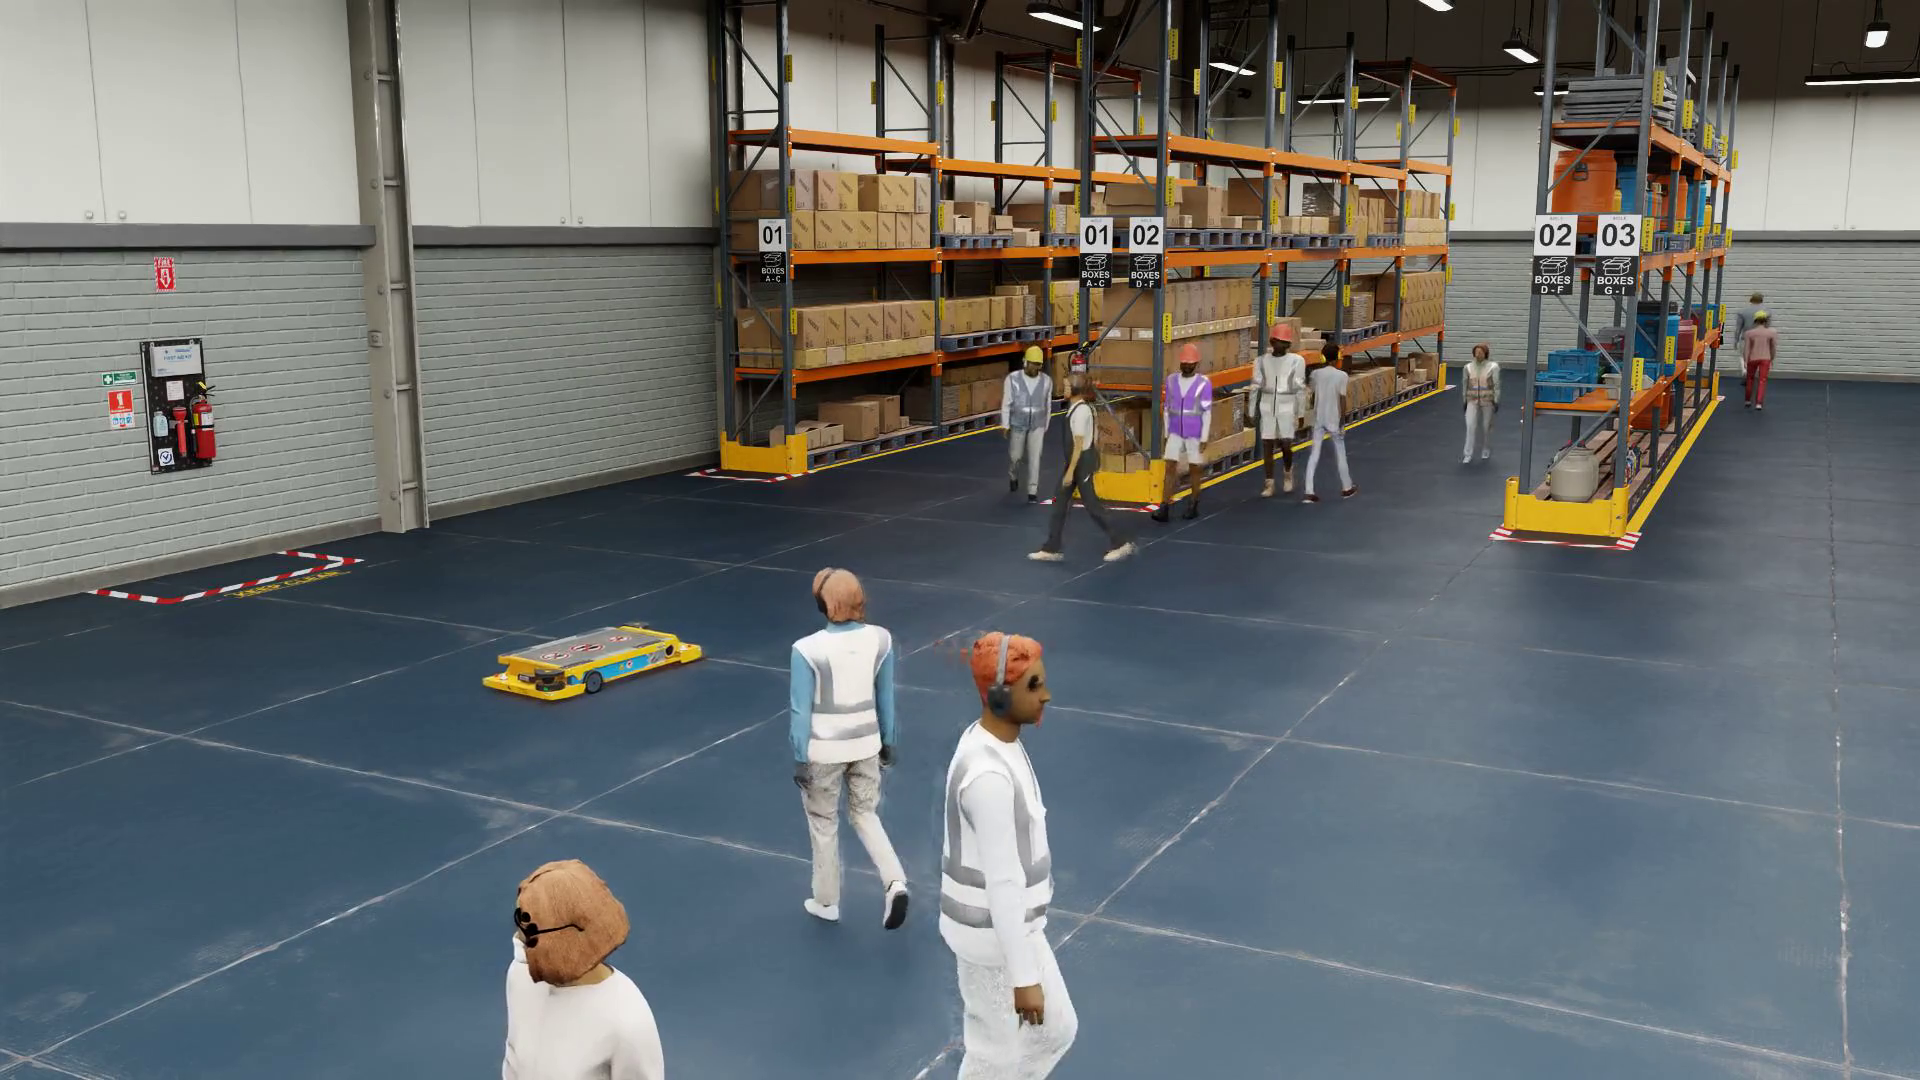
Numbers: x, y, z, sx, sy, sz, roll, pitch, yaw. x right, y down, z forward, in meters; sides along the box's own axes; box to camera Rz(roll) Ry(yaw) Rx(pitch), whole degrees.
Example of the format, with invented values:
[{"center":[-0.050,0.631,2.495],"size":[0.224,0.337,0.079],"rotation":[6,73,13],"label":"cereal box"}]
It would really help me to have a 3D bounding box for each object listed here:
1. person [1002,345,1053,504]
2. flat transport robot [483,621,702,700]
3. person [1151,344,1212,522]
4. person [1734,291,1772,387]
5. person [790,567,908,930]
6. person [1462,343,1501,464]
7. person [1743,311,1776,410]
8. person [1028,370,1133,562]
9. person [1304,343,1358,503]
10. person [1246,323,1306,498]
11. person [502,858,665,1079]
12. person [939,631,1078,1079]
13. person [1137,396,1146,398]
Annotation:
[{"center":[0.761,-1.343,19.080],"size":[0.598,1.798,0.772],"rotation":[-1,10,-5],"label":"person"},{"center":[-2.513,0.816,11.467],"size":[0.652,0.197,1.431],"rotation":[7,13,33],"label":"flat transport robot"},{"center":[2.346,-1.113,17.555],"size":[0.556,1.892,0.923],"rotation":[5,12,27],"label":"person"},{"center":[15.780,-3.983,33.113],"size":[0.653,1.926,0.438],"rotation":[4,11,22],"label":"person"},{"center":[-0.479,0.925,7.200],"size":[0.519,1.619,0.585],"rotation":[-7,12,-33],"label":"person"},{"center":[7.027,-1.849,22.395],"size":[0.524,1.605,0.836],"rotation":[6,12,29],"label":"person"},{"center":[14.031,-3.155,29.215],"size":[0.524,1.708,0.955],"rotation":[4,11,22],"label":"person"},{"center":[1.152,-0.677,15.437],"size":[0.945,1.812,0.502],"rotation":[-1,10,-7],"label":"person"},{"center":[4.238,-1.343,19.058],"size":[0.504,1.806,0.980],"rotation":[8,13,36],"label":"person"},{"center":[3.662,-1.496,19.289],"size":[0.653,2.028,0.404],"rotation":[4,11,22],"label":"person"},{"center":[-0.888,1.523,3.898],"size":[0.501,1.632,0.286],"rotation":[8,13,38],"label":"person"},{"center":[0.150,1.196,5.030],"size":[0.421,1.866,0.589],"rotation":[2,11,10],"label":"person"},{"center":[3.067,-2.832,26.702],"size":[0.647,1.971,0.719],"rotation":[8,13,37],"label":"person"}]
